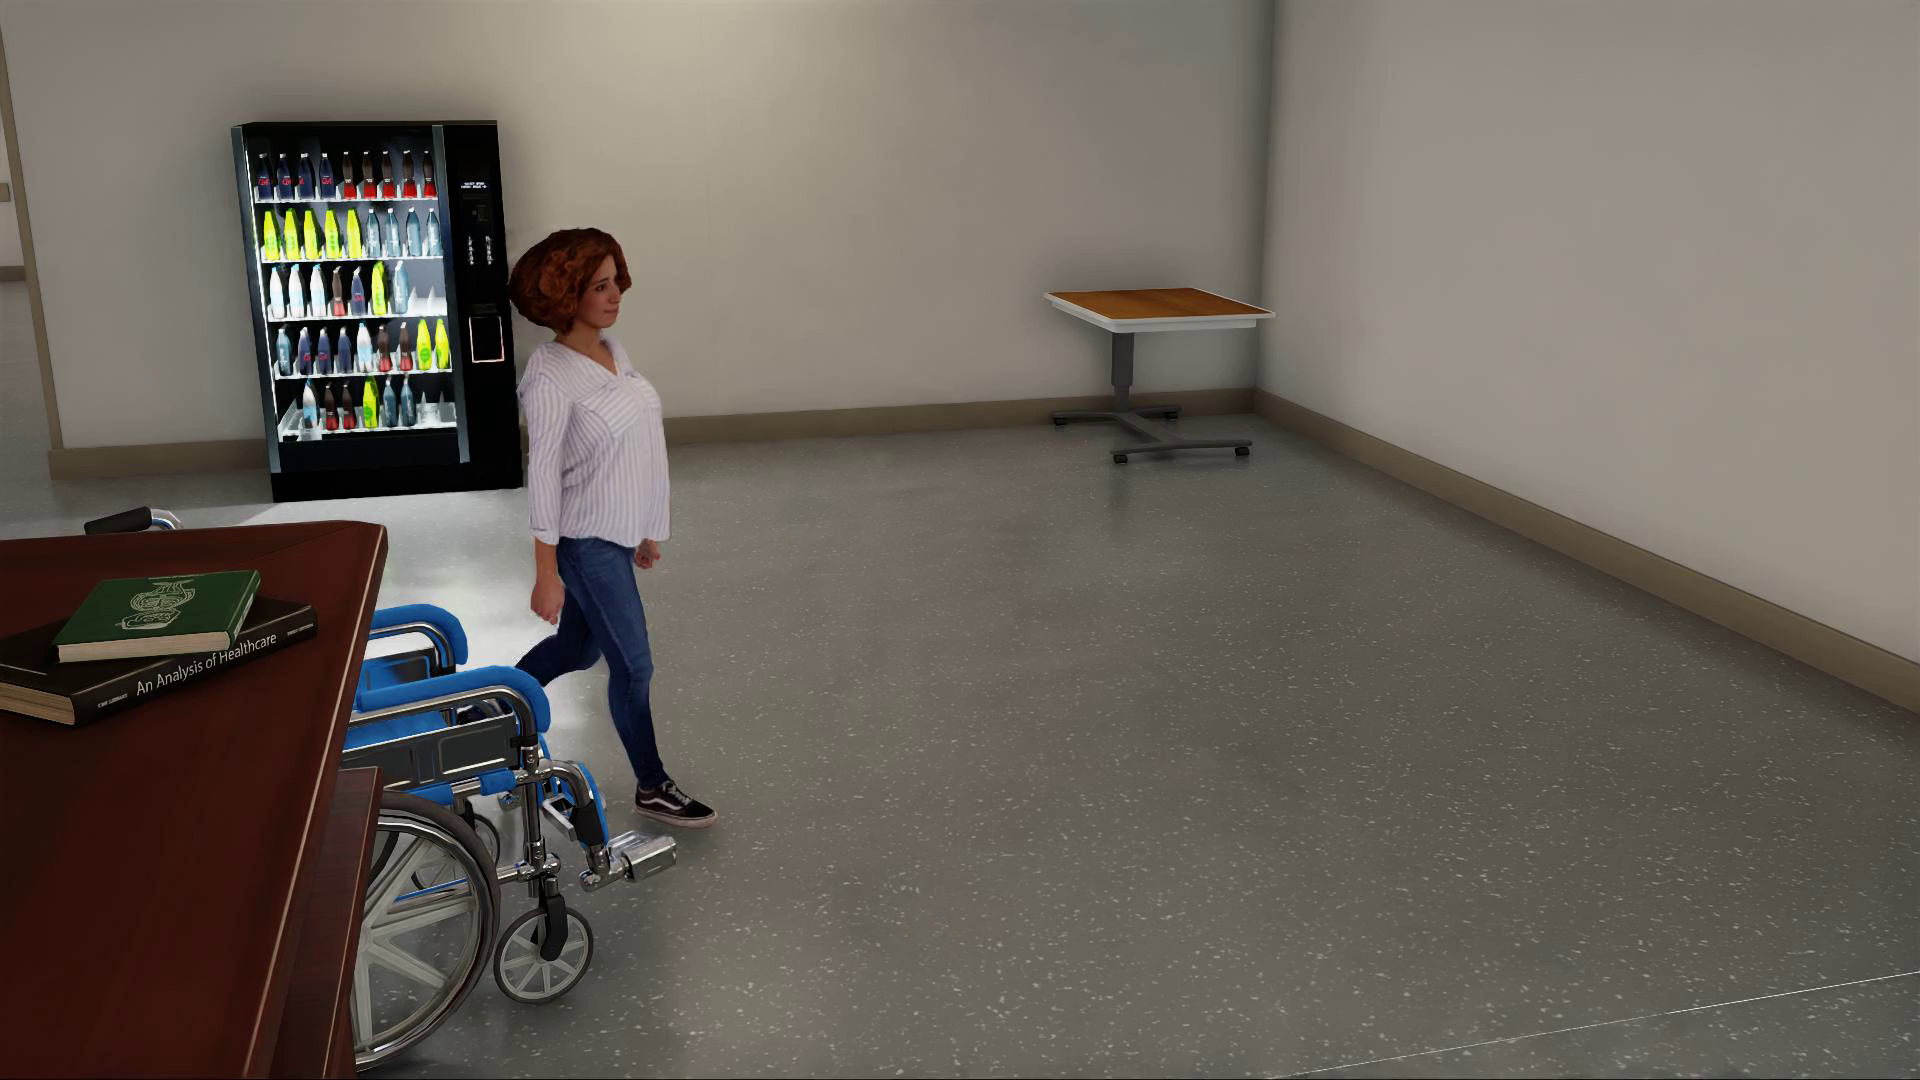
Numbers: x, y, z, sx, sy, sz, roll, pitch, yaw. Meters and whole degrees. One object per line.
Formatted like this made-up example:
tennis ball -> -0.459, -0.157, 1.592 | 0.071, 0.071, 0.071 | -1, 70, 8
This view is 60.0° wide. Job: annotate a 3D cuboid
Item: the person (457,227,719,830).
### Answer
person -> -1.101, 0.000, 4.586 | 1.200, 1.670, 1.024 | 4, 16, 12
